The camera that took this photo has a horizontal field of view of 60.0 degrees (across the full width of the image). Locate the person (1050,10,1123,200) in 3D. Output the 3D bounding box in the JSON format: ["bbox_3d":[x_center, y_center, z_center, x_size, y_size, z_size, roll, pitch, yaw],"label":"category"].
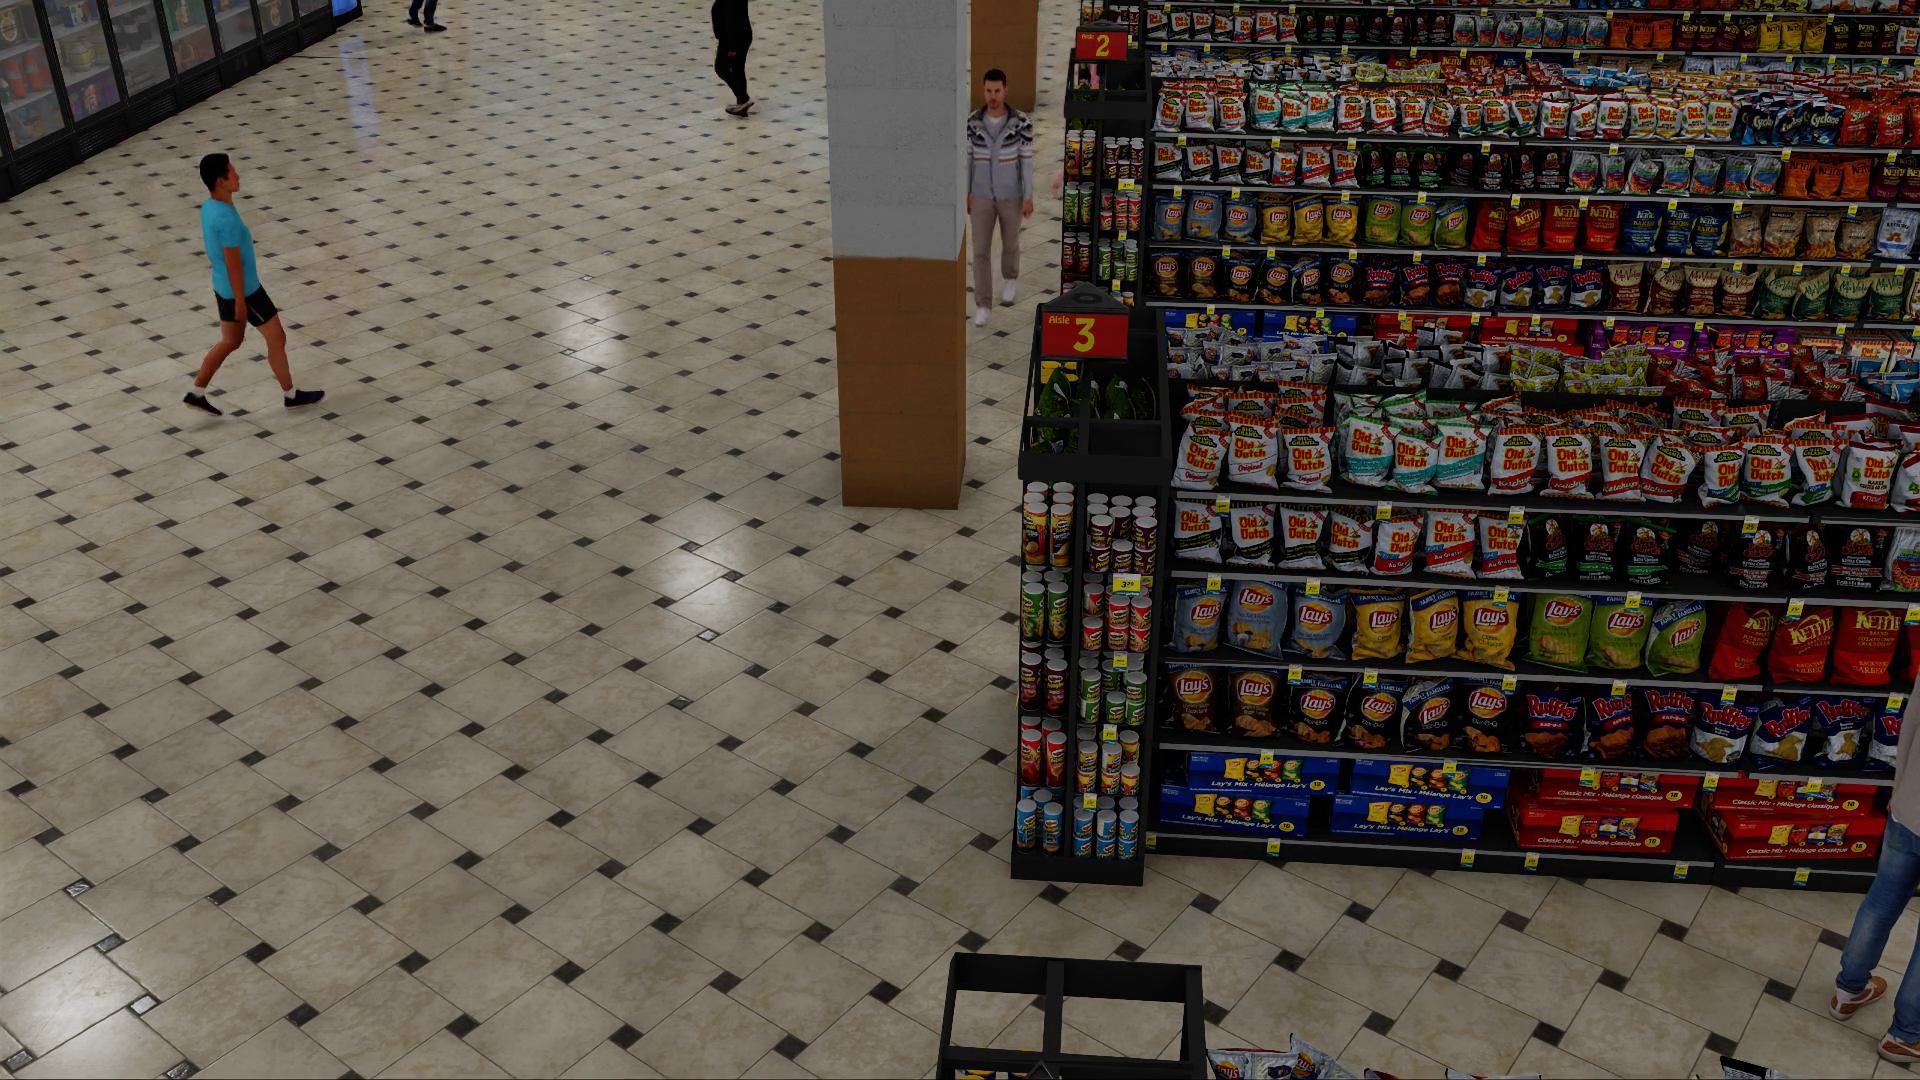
[{"bbox_3d":[1.157,-3.678,14.481,1.034,1.782,0.787,10,30,18],"label":"person"}]

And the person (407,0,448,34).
[{"bbox_3d":[-6.891,-7.430,21.341,0.905,1.794,0.976,19,34,30],"label":"person"}]

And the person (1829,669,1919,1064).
[{"bbox_3d":[3.434,0.996,5.792,0.725,1.905,0.739,-9,30,-17],"label":"person"}]

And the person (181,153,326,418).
[{"bbox_3d":[-4.728,-1.573,10.667,1.167,1.742,1.070,-20,34,-32],"label":"person"}]

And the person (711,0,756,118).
[{"bbox_3d":[-2.306,-5.278,17.596,0.693,1.606,0.691,7,29,12],"label":"person"}]

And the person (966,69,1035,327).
[{"bbox_3d":[0.300,-2.608,12.468,1.087,1.834,0.768,4,29,6],"label":"person"}]
